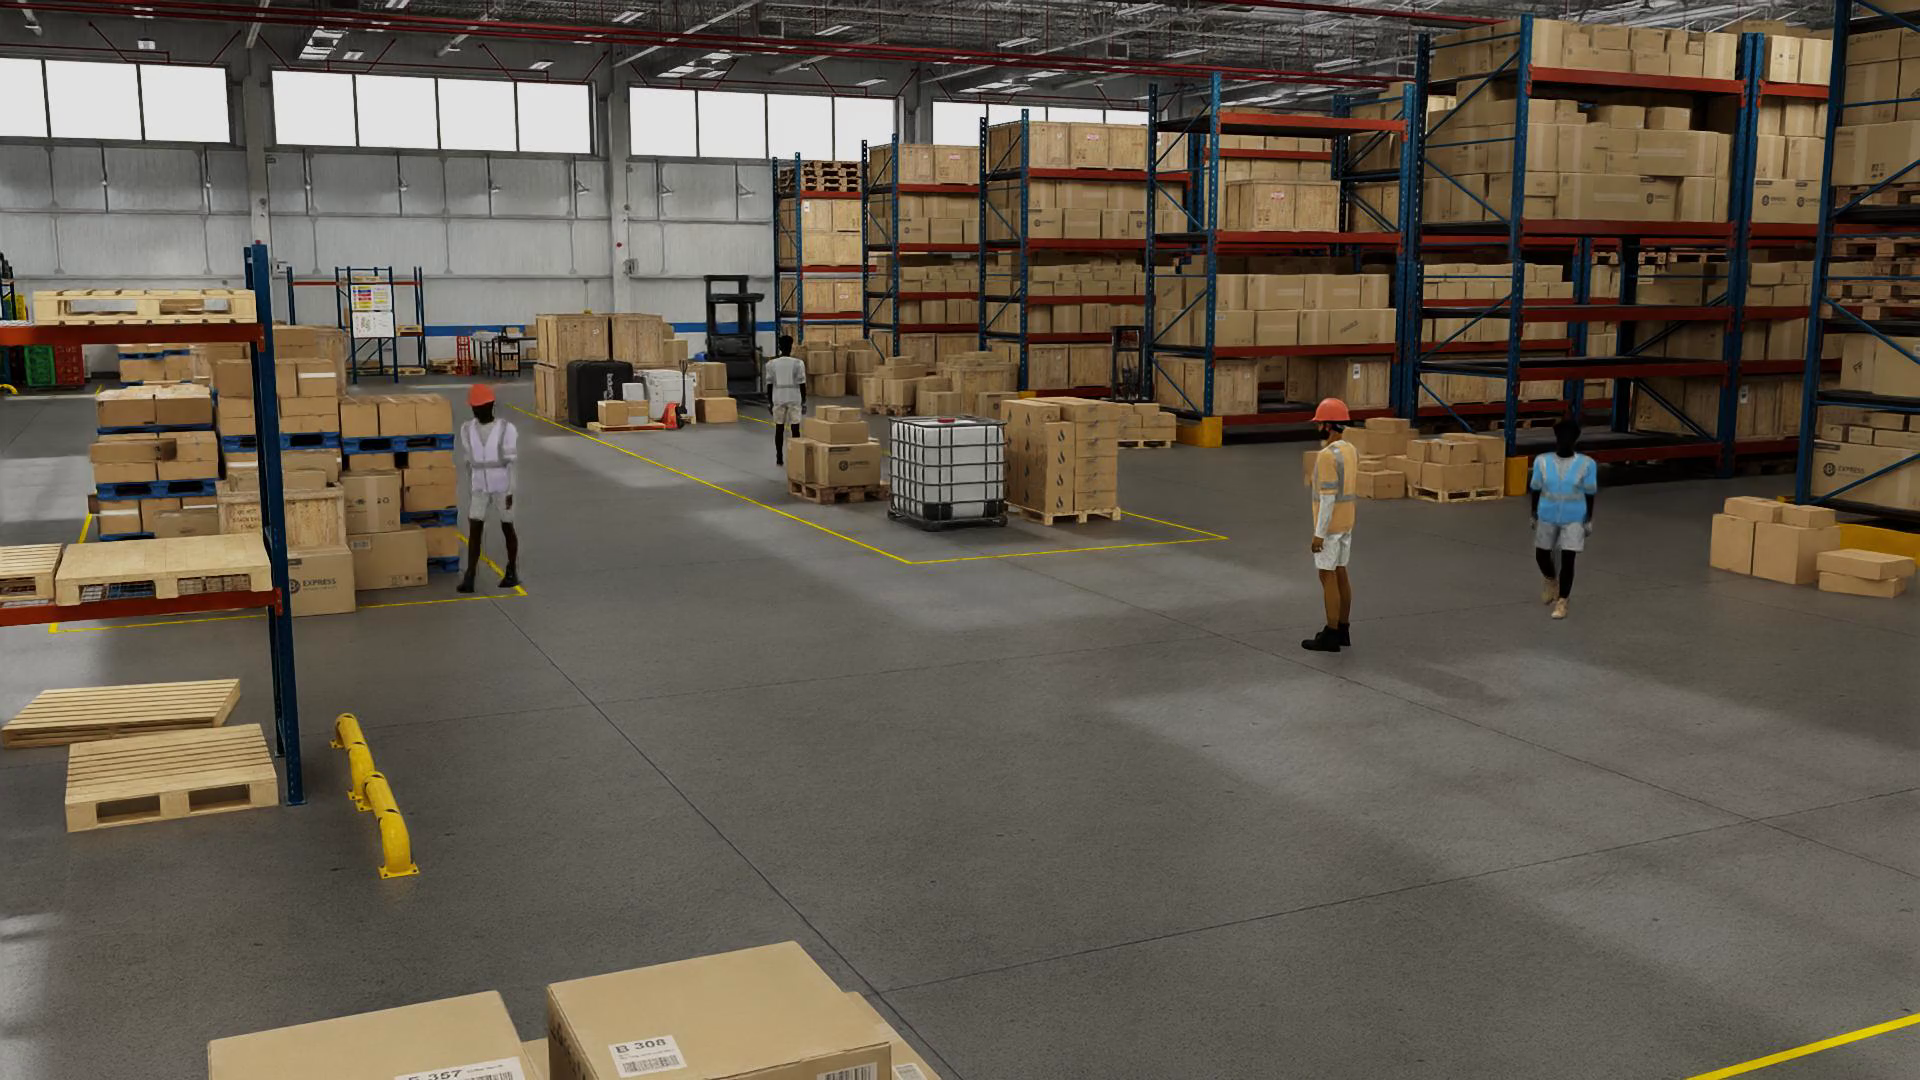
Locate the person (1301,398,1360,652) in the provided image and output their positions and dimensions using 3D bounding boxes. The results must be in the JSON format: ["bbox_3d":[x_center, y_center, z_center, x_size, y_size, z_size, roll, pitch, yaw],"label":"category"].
[{"bbox_3d":[2.822,-0.116,12.723,0.369,1.935,0.552,6,11,34],"label":"person"}]

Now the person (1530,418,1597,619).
[{"bbox_3d":[5.059,-0.191,13.953,0.538,1.688,0.448,5,11,30],"label":"person"}]

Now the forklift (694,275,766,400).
[{"bbox_3d":[-5.155,-4.464,36.784,1.129,2.768,1.873,-4,10,-25],"label":"forklift"}]

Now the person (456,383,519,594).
[{"bbox_3d":[-4.246,-0.455,14.958,0.557,1.888,0.933,1,9,7],"label":"person"}]

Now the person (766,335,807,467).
[{"bbox_3d":[-2.568,-2.059,24.687,0.602,1.967,0.366,1,9,5],"label":"person"}]

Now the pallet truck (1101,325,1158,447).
[{"bbox_3d":[2.881,-2.596,27.923,0.823,1.965,1.885,-1,9,-7],"label":"pallet truck"}]
